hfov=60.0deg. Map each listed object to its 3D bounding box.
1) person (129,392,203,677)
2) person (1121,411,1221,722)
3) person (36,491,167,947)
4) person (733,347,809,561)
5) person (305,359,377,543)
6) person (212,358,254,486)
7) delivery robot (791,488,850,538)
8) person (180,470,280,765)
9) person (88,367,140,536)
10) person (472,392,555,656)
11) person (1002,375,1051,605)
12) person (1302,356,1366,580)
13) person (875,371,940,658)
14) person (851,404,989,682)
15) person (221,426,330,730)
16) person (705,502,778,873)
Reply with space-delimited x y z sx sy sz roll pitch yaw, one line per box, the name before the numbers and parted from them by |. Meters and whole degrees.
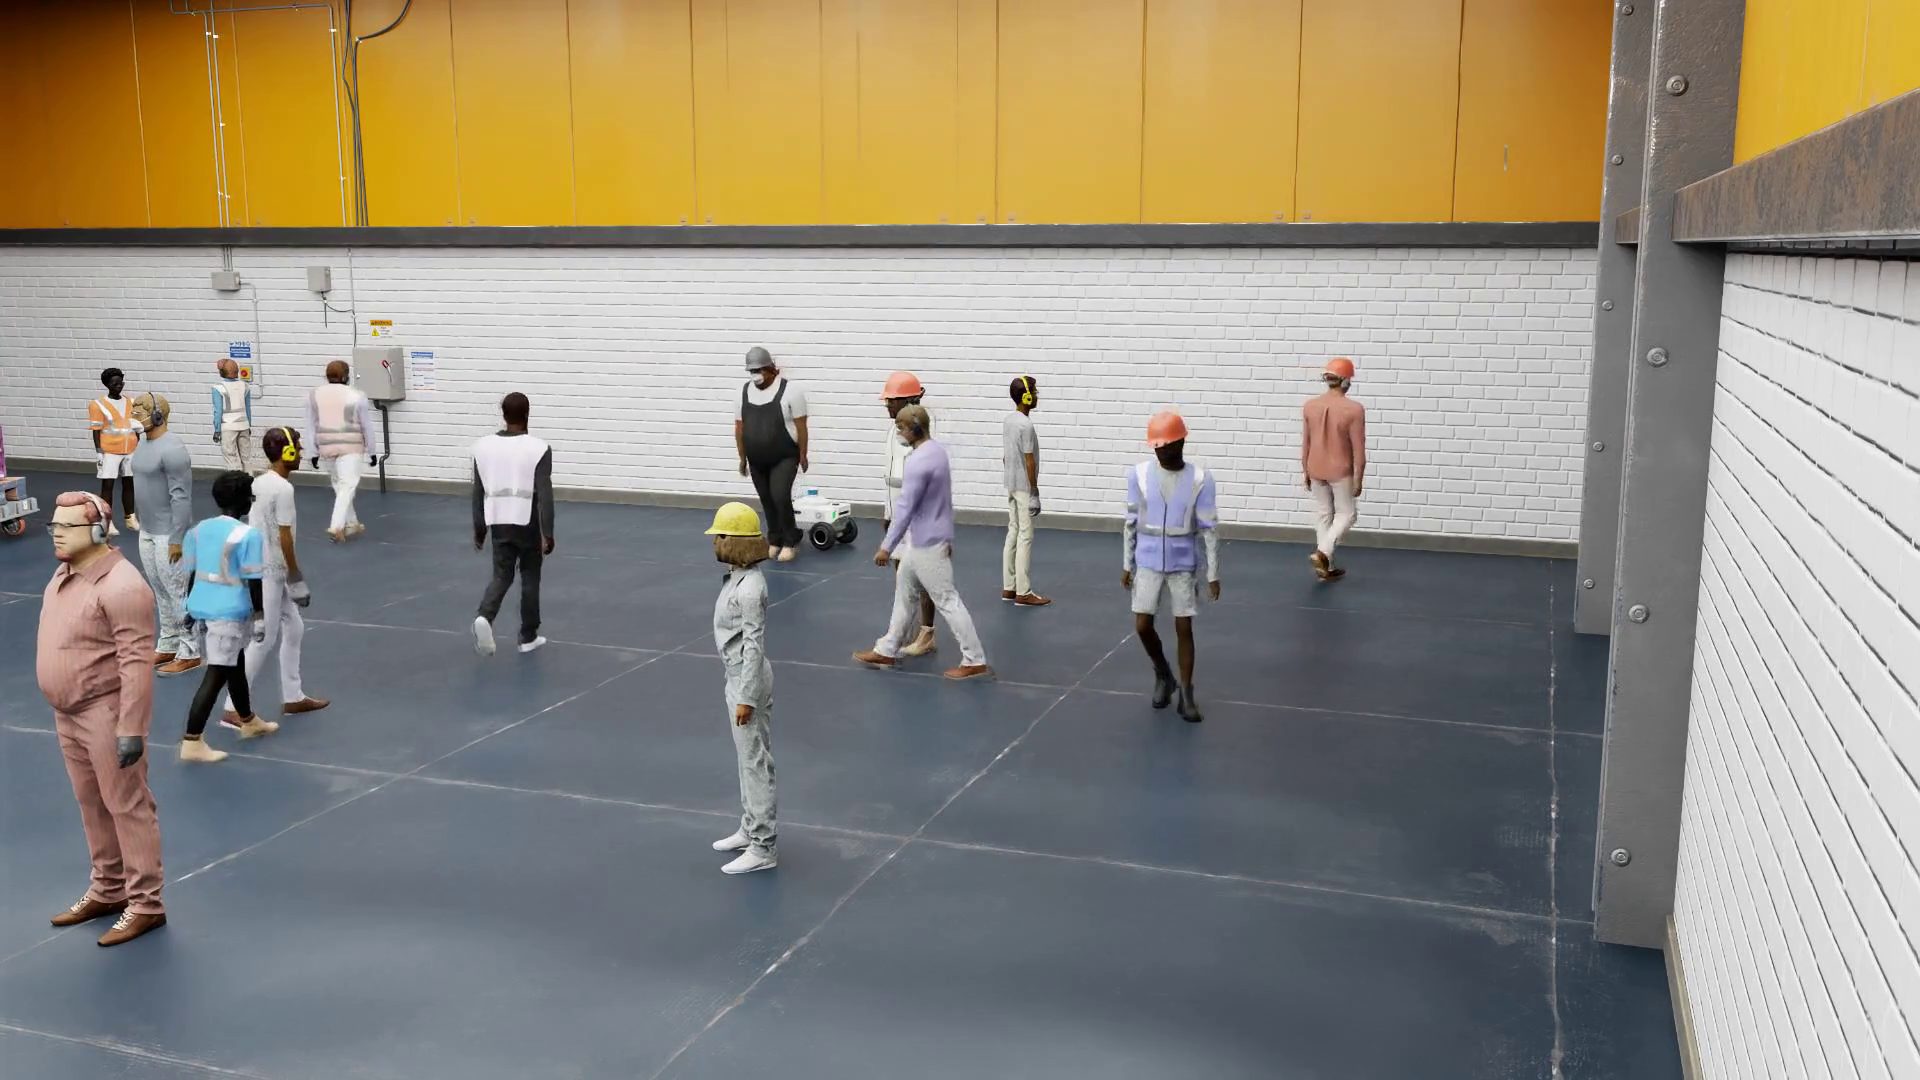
person | -5.438 -0.043 11.348 0.632 1.940 0.372 9 13 41
person | 1.306 0.160 10.257 0.641 1.916 0.401 2 10 14
person | -3.650 0.740 7.017 0.649 1.913 0.409 7 12 35
person | -1.768 -0.814 15.404 0.697 2.000 0.594 4 11 22
person | -6.140 -0.889 16.505 0.637 1.806 0.931 1 10 4
person | -8.298 -1.253 18.991 0.307 1.645 0.521 4 11 24
delivery robot | -1.433 -0.261 16.206 0.707 0.478 0.477 5 11 26
person | -4.240 0.425 9.546 0.541 1.646 0.745 6 12 32
person | -8.529 -0.900 16.857 0.321 1.696 0.536 6 12 31
person | -3.202 -0.096 11.802 0.620 1.887 0.718 2 10 10
person | 0.524 -0.402 13.555 0.328 1.876 0.514 -4 11 -23
person | 3.195 -0.592 14.348 0.619 1.976 0.602 10 14 43
person | -0.386 -0.183 11.842 0.394 2.042 0.611 -6 12 -31
person | -0.244 0.021 11.177 0.983 1.880 0.627 1 10 7
person | -4.259 0.230 10.171 0.689 1.829 0.528 -7 12 -34
person | -1.027 0.685 7.798 0.296 1.744 0.484 -2 10 -13
